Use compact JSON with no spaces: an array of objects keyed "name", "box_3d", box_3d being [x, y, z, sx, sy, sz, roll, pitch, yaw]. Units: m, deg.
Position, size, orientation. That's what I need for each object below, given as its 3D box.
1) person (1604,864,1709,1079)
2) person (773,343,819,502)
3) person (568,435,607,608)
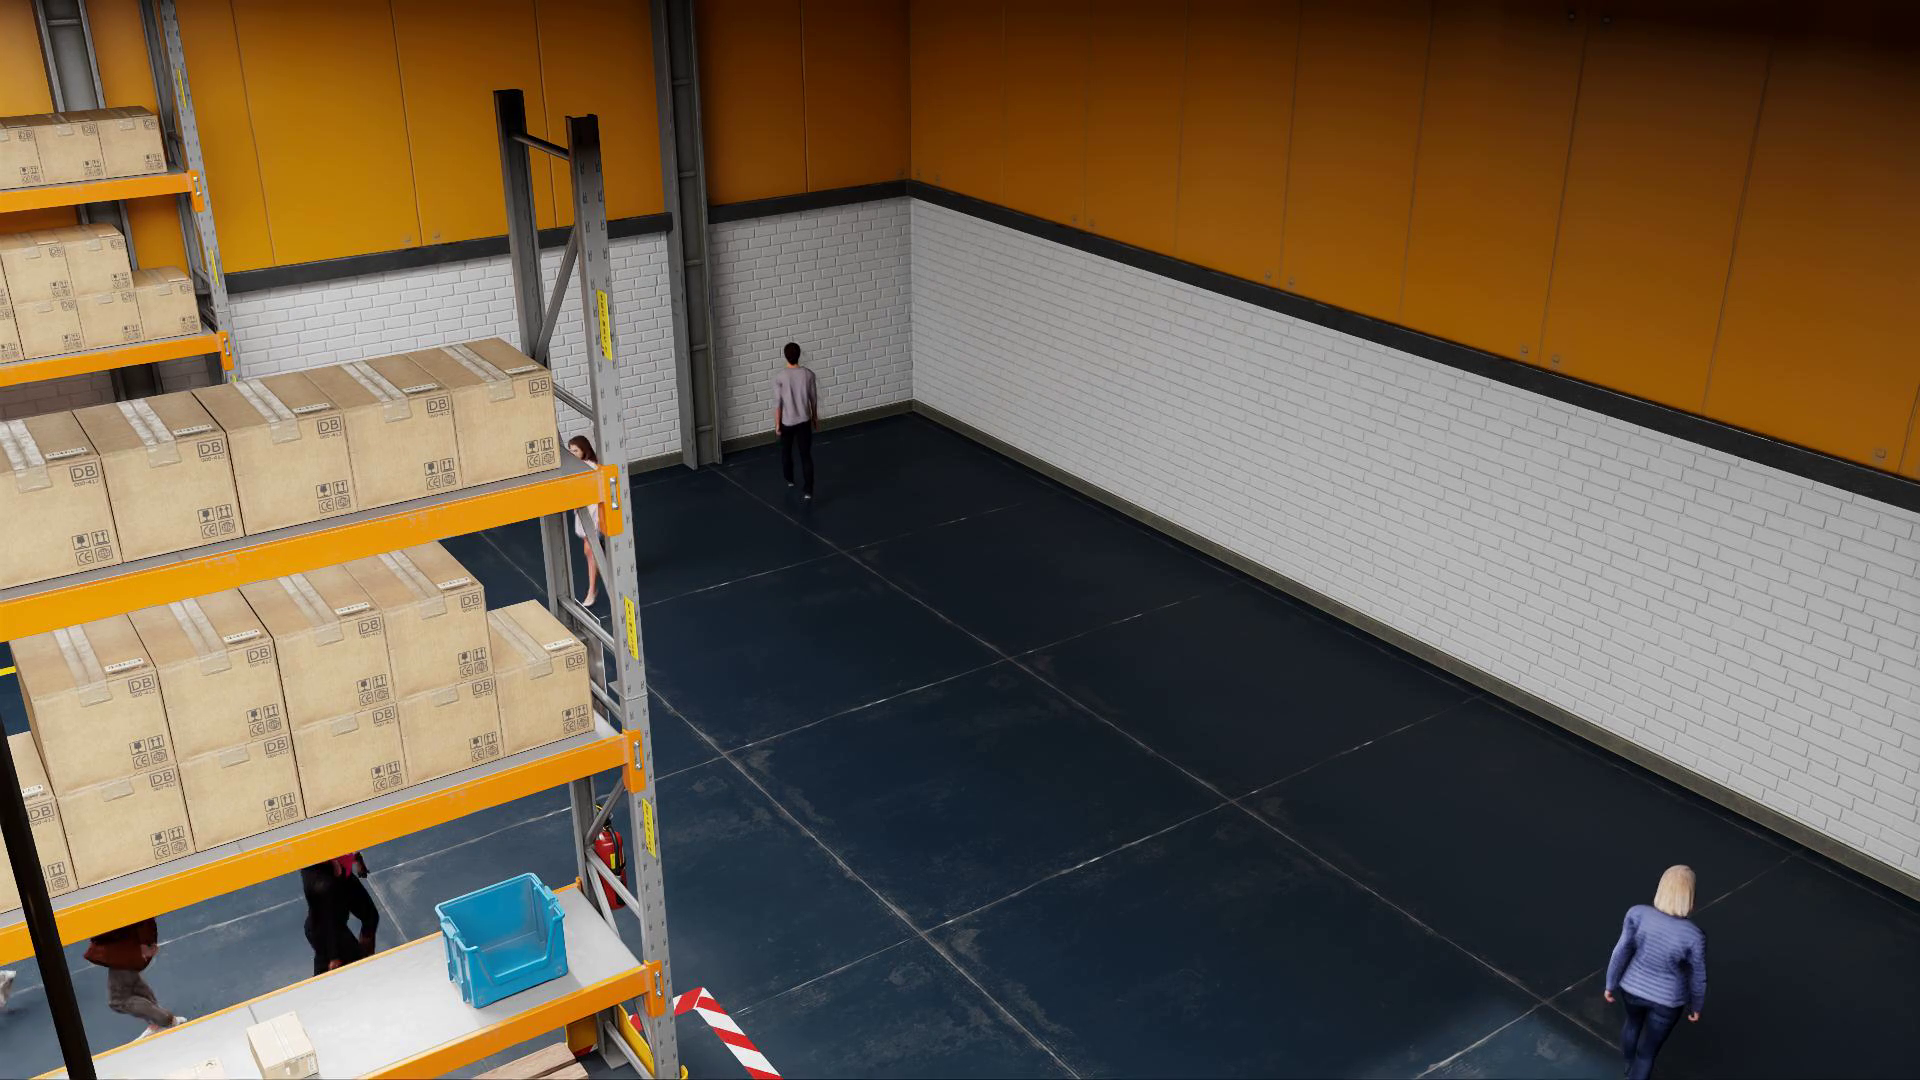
[{"name":"person","box_3d":[4.042,2.704,9.779,0.804,1.721,0.989,20,31,38]},{"name":"person","box_3d":[-1.840,-1.307,18.852,1.225,1.803,1.029,-6,24,-13]},{"name":"person","box_3d":[-3.596,-0.241,16.492,0.894,1.739,1.110,10,26,22]}]
